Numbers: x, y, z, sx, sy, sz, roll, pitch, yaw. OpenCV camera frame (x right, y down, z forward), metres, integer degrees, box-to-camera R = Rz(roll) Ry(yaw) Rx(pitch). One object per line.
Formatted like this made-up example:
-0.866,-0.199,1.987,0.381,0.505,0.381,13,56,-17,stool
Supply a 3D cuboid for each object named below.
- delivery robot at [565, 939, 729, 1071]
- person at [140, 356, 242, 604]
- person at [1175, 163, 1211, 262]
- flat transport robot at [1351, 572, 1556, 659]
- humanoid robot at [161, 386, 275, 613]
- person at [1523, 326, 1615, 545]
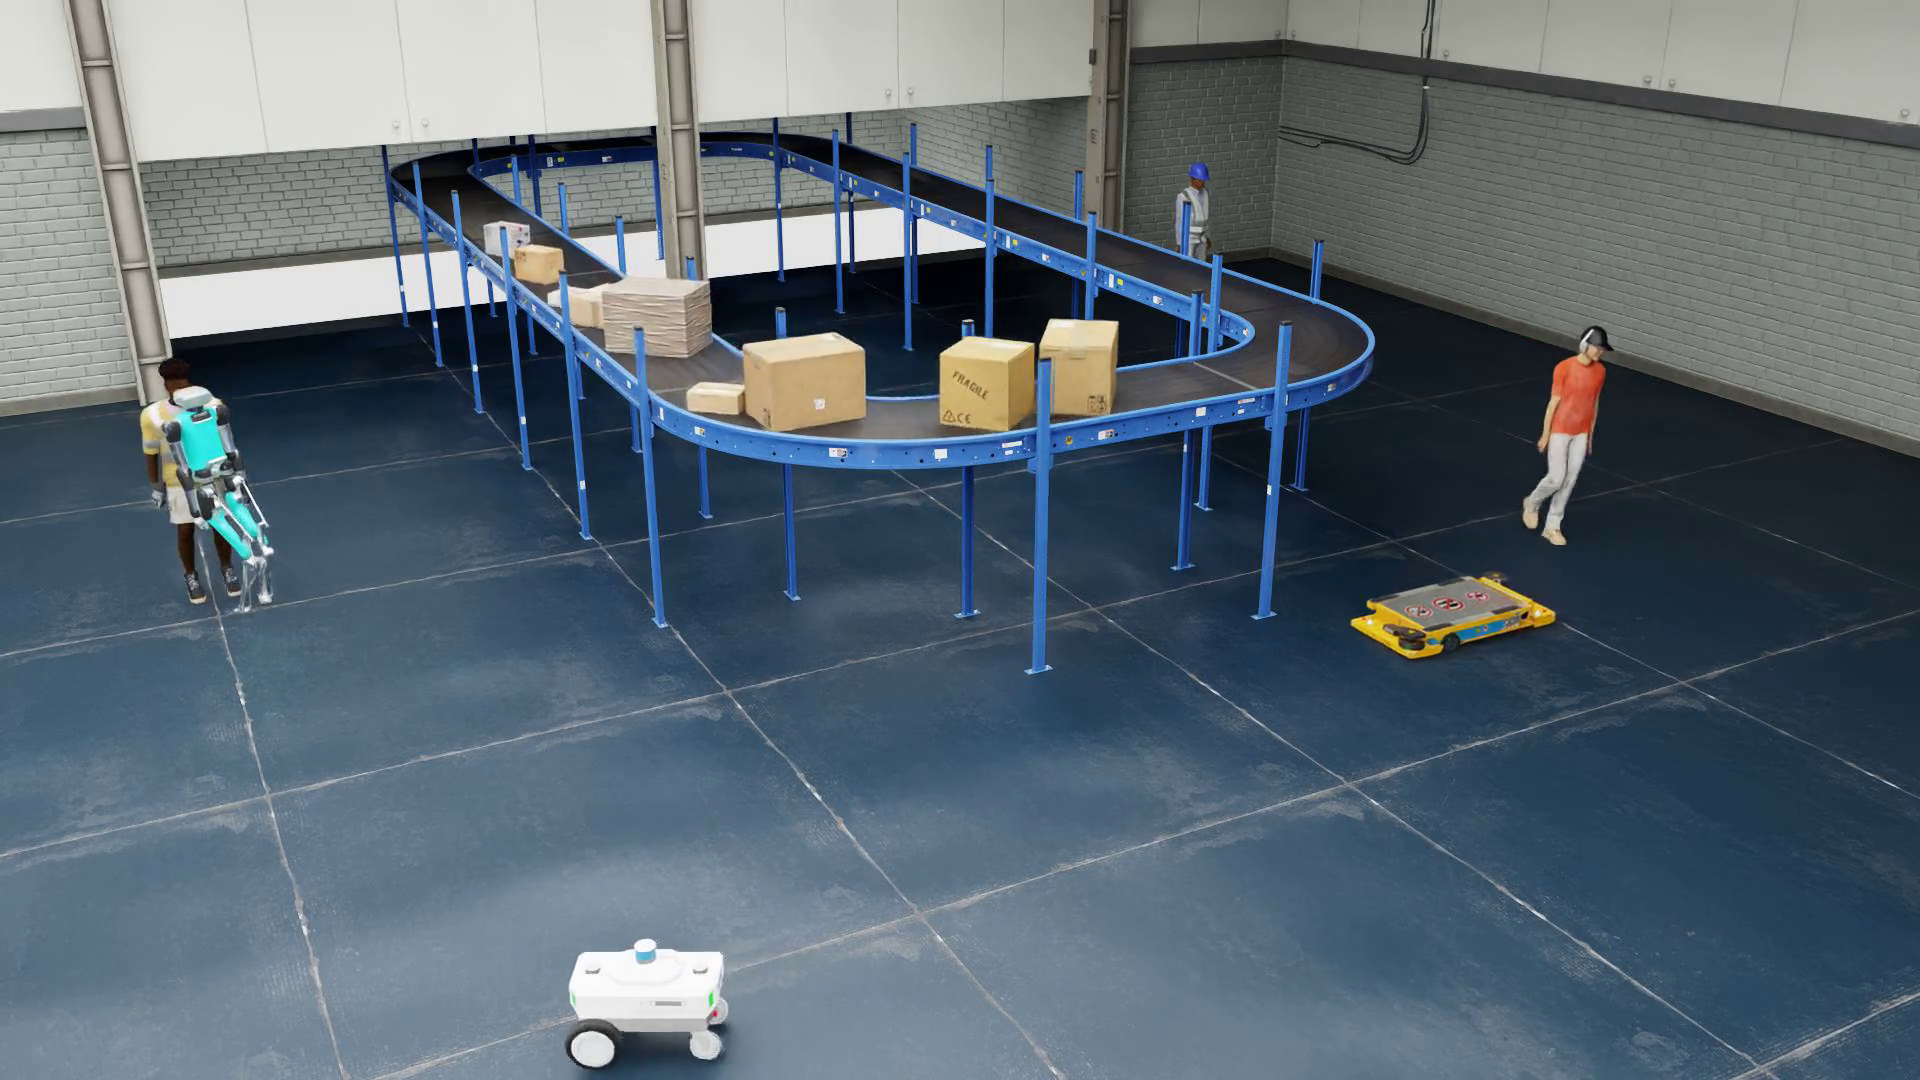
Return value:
-1.515,2.208,8.039,0.801,0.597,0.499,0,22,0,delivery robot
-5.892,-0.469,12.796,0.618,1.956,0.399,-13,25,-29,person
2.964,-3.817,21.099,0.616,1.933,0.416,-19,29,-39,person
3.711,0.562,12.487,1.431,0.231,0.659,-11,25,-26,flat transport robot
-5.479,-0.248,12.560,0.770,1.795,0.538,12,25,27,humanoid robot
5.094,-0.875,13.877,0.519,1.889,0.521,-6,23,-14,person
